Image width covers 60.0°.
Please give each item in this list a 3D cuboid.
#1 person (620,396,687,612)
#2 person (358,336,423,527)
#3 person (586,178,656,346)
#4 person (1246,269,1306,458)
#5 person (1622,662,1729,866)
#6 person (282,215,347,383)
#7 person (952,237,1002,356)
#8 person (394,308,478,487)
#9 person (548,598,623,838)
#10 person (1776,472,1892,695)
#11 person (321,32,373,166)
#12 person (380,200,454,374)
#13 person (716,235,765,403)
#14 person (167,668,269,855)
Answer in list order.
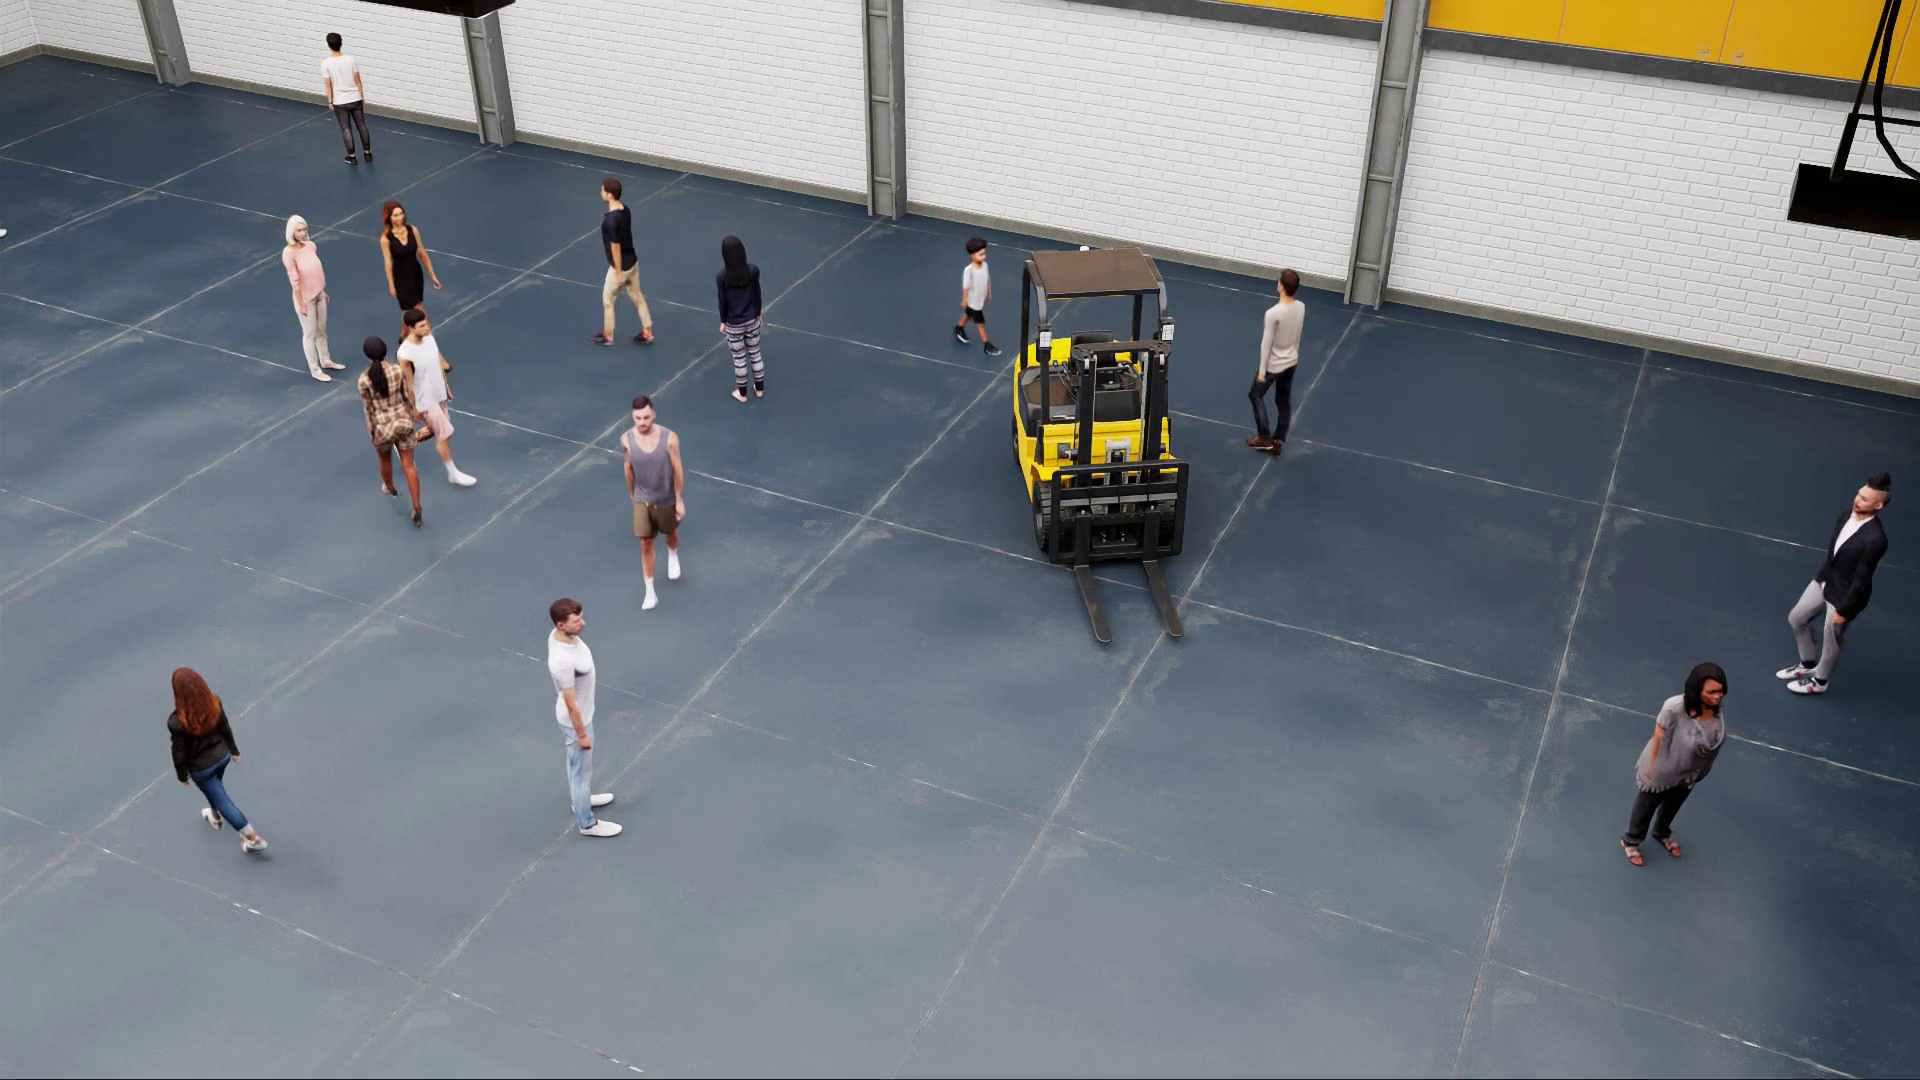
[{"bbox_3d":[-2.452,-0.407,13.516,1.128,1.803,1.047,-2,34,-4],"label":"person"},{"bbox_3d":[-4.871,-0.901,14.380,0.909,1.765,1.054,-20,38,-27],"label":"person"},{"bbox_3d":[-3.412,-2.840,17.236,0.997,1.832,0.810,5,34,8],"label":"person"},{"bbox_3d":[2.987,-1.580,15.320,0.781,1.854,0.783,-20,39,-28],"label":"person"},{"bbox_3d":[4.745,1.442,10.996,0.775,1.609,0.838,-9,35,-14],"label":"person"},{"bbox_3d":[-6.560,-2.460,16.762,0.555,1.724,0.624,10,35,14],"label":"person"},{"bbox_3d":[0.119,-2.577,17.381,0.968,1.235,0.677,28,42,35],"label":"person"},{"bbox_3d":[-4.867,-1.296,14.981,1.108,1.757,0.785,7,34,11],"label":"person"},{"bbox_3d":[-2.589,1.174,11.178,0.768,1.853,0.733,-8,34,-11],"label":"person"},{"bbox_3d":[6.638,0.343,12.345,0.831,1.946,0.836,-1,34,-1],"label":"person"},{"bbox_3d":[-8.036,-5.790,21.773,0.706,1.722,0.712,-20,39,-27],"label":"person"},{"bbox_3d":[-5.634,-2.586,16.901,1.204,1.781,0.802,25,41,32],"label":"person"},{"bbox_3d":[-2.142,-2.173,16.323,0.674,1.732,0.708,-15,37,-22],"label":"person"},{"bbox_3d":[-4.960,1.490,11.064,0.952,1.453,0.607,17,37,23],"label":"person"}]
